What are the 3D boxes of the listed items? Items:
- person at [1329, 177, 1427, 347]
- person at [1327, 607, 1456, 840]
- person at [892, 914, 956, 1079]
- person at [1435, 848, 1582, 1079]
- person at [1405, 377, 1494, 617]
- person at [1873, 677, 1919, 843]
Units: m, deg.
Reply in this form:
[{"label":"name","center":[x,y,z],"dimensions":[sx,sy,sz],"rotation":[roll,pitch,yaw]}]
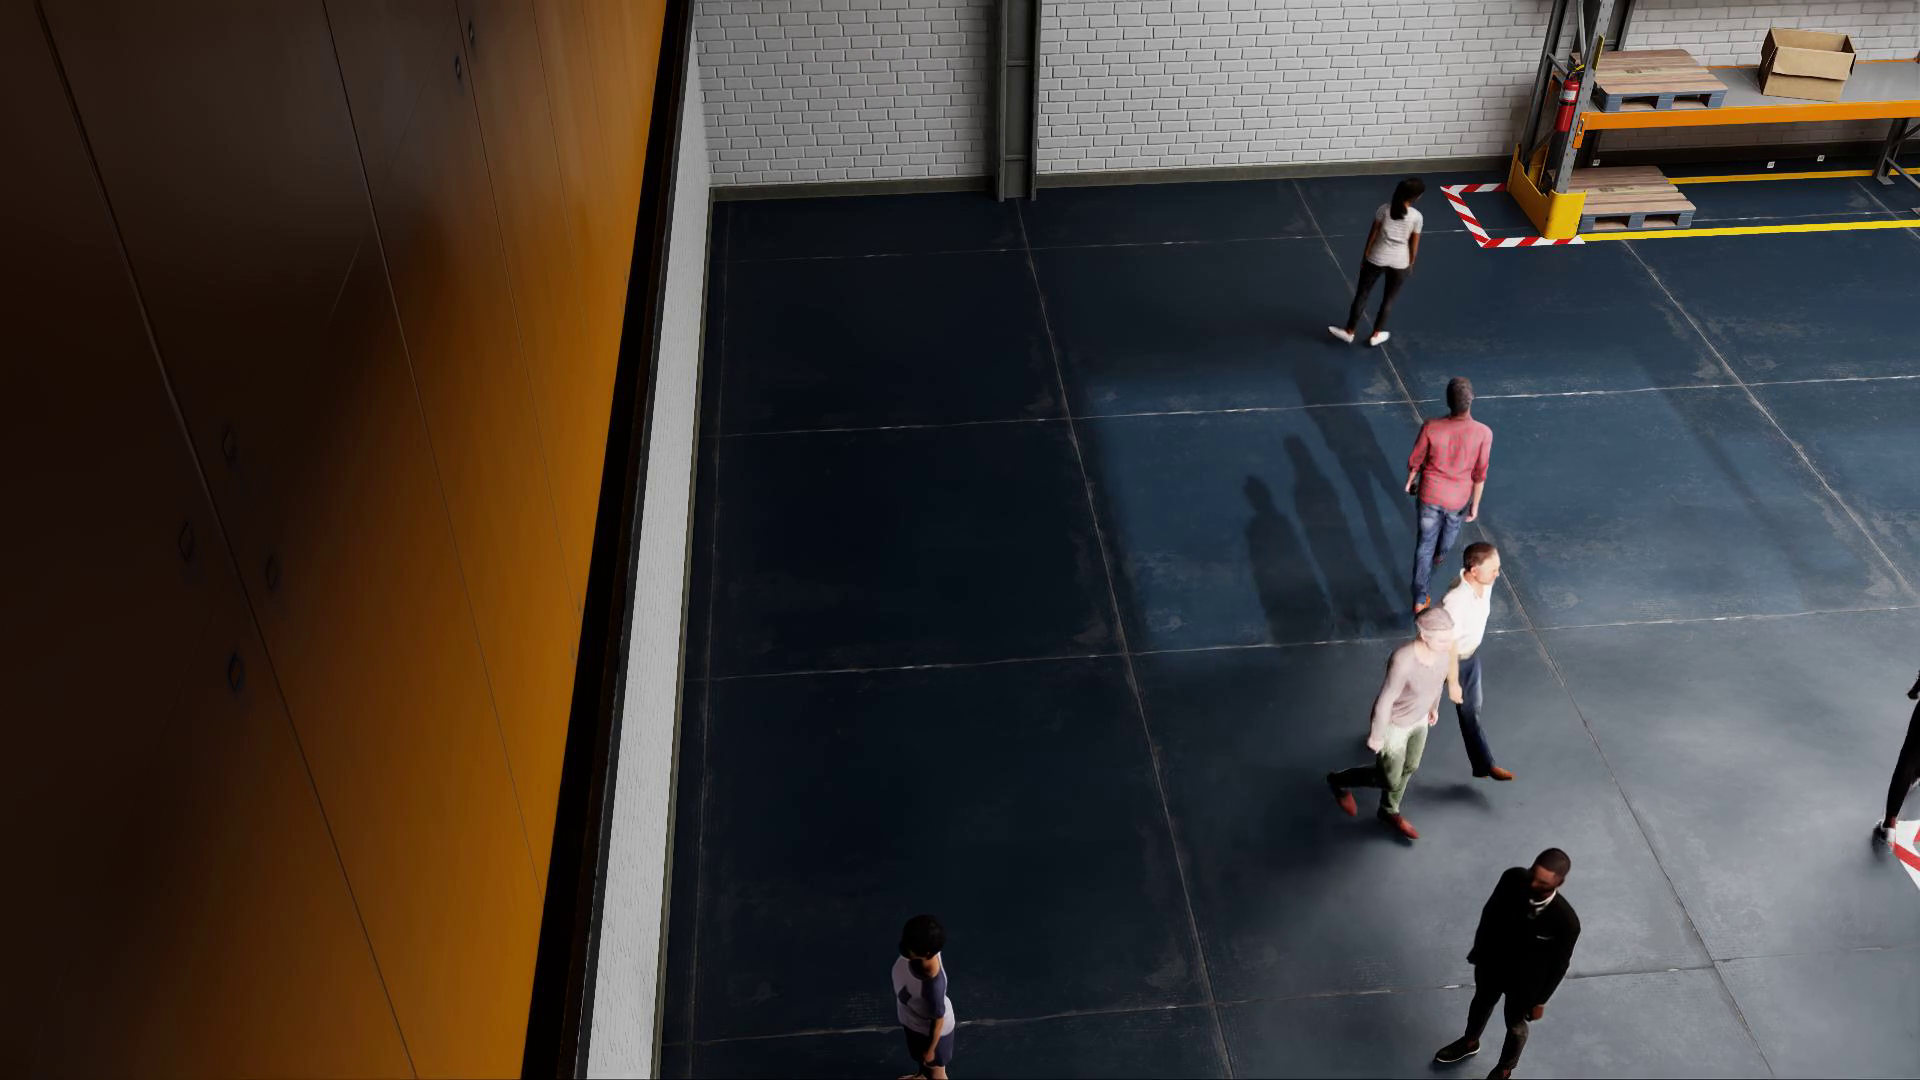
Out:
[{"label":"person","center":[3.756,-2.450,14.749],"dimensions":[0.644,1.613,0.914],"rotation":[3,39,4]},{"label":"person","center":[2.624,1.059,10.164],"dimensions":[0.975,1.852,1.018],"rotation":[-30,47,-32]},{"label":"person","center":[-0.182,2.472,8.624],"dimensions":[0.590,1.566,0.608],"rotation":[-12,40,-14]},{"label":"person","center":[2.907,2.245,8.719],"dimensions":[0.740,1.802,0.741],"rotation":[-24,44,-27]},{"label":"person","center":[3.439,-0.262,11.878],"dimensions":[1.276,1.777,1.087],"rotation":[12,40,15]},{"label":"person","center":[6.015,1.141,10.181],"dimensions":[1.157,1.702,1.156],"rotation":[21,43,24]}]
